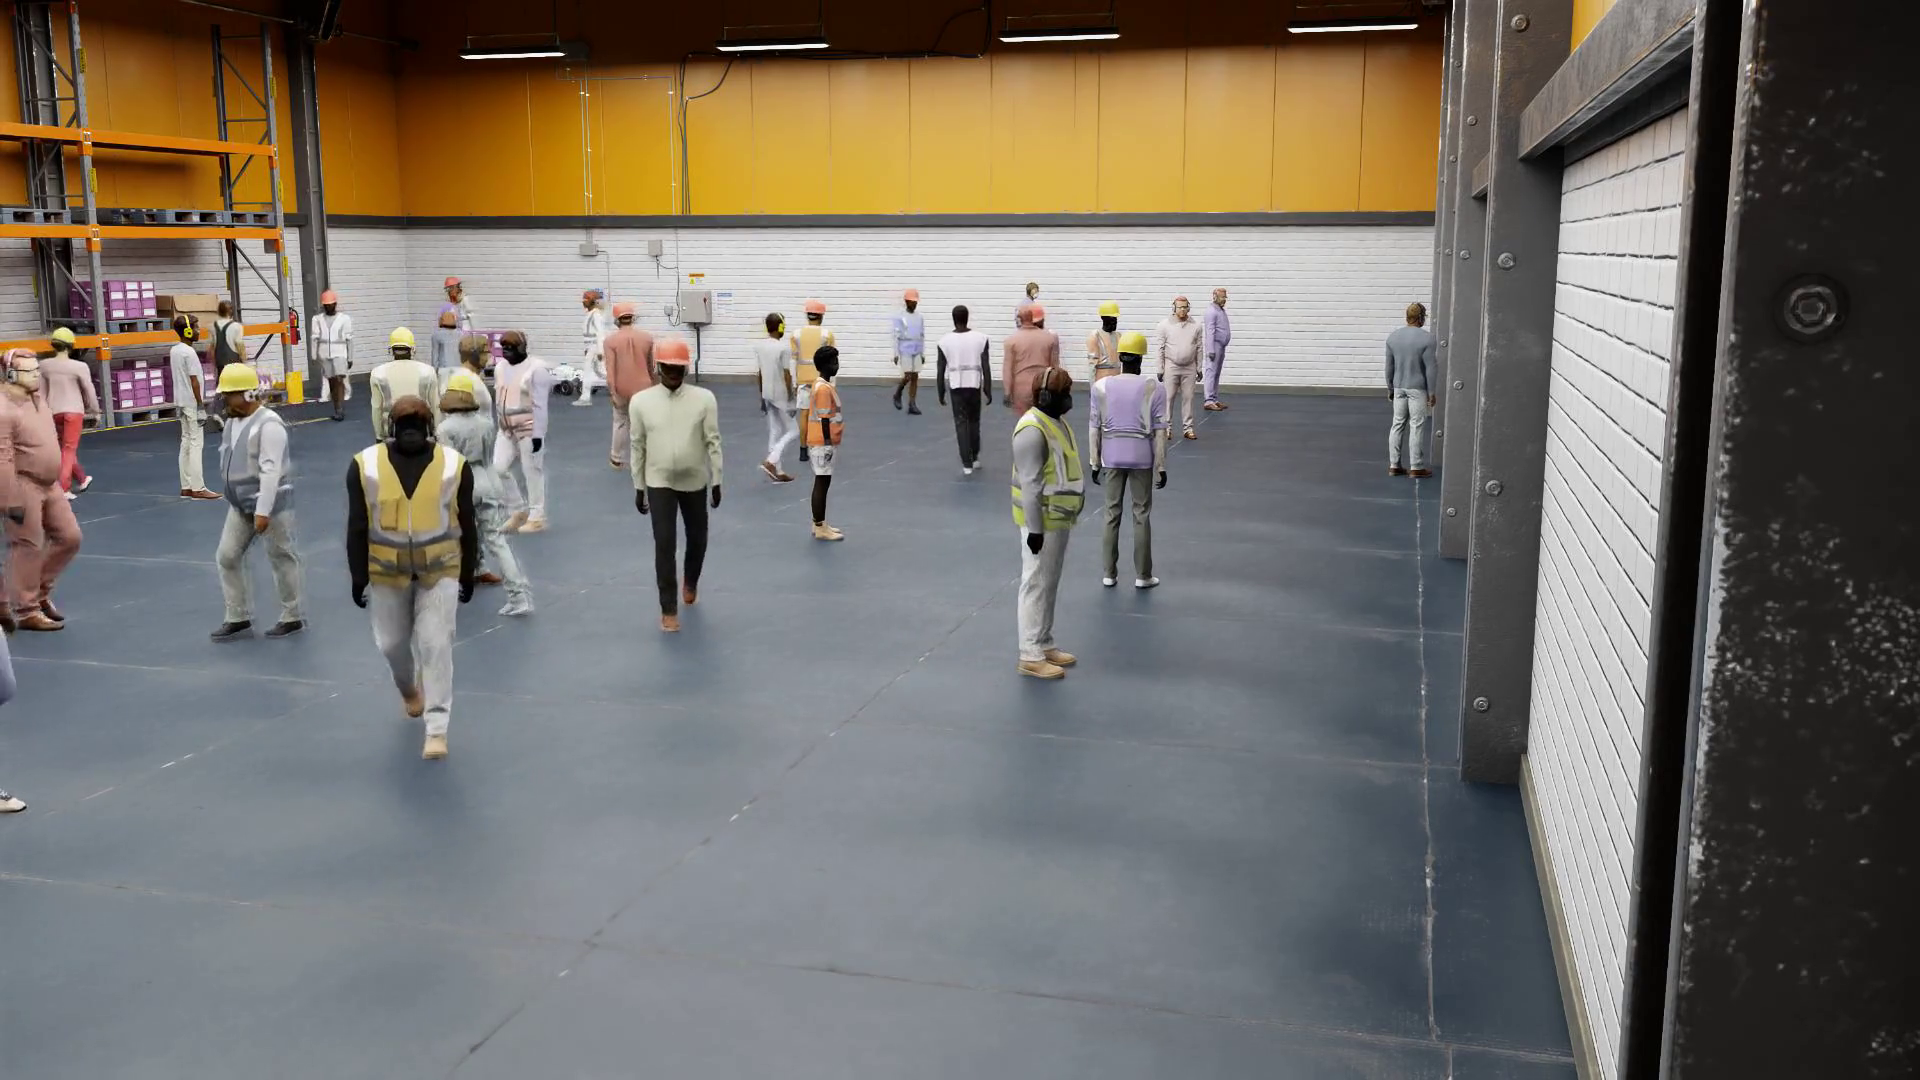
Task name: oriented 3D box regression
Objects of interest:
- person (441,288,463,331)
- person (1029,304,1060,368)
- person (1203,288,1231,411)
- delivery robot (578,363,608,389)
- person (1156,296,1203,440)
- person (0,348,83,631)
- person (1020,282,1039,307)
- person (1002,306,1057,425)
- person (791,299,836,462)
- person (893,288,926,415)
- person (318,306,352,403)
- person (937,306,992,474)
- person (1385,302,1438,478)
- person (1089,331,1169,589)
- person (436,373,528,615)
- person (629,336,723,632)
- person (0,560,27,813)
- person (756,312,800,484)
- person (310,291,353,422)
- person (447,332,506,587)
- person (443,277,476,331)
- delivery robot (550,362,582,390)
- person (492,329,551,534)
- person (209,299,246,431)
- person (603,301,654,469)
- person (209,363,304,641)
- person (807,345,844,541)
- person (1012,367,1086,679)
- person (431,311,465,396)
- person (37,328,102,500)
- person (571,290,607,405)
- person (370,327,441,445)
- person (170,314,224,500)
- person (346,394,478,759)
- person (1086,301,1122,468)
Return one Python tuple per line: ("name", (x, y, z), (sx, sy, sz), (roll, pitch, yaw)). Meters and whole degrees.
("person", (-8.919, -3.517, 29.288), (0.451, 1.827, 0.566), (-3, 10, -14))
("person", (0.913, -1.842, 19.599), (0.568, 1.884, 0.664), (-2, 10, -11))
("person", (4.034, -2.984, 26.041), (0.401, 1.904, 0.641), (5, 11, 25))
("delivery robot", (-6.147, -2.785, 28.461), (0.707, 0.478, 0.477), (0, 10, 1))
("person", (2.911, -2.269, 22.009), (0.648, 1.903, 0.399), (-2, 10, -9))
("person", (-6.138, -0.326, 11.021), (0.441, 1.887, 0.668), (0, 10, -1))
("person", (1.211, -3.512, 28.945), (0.370, 1.934, 0.627), (2, 10, 11))
("person", (0.811, -1.699, 18.843), (0.667, 1.883, 0.548), (-5, 11, -26))
("person", (-1.727, -1.891, 19.801), (0.544, 1.923, 0.435), (2, 10, 9))
("person", (-0.778, -2.872, 25.340), (0.563, 1.924, 0.493), (-8, 13, -38))
("person", (-10.305, -3.066, 27.369), (0.522, 1.599, 0.848), (1, 10, 4))
("person", (0.033, -1.717, 18.927), (0.611, 1.875, 0.915), (-1, 10, -8))
("person", (4.998, -1.654, 18.401), (0.359, 1.938, 0.635), (-9, 13, -41))
("person", (1.264, -0.593, 12.427), (0.594, 1.926, 0.366), (3, 11, 18))
("person", (-3.392, -0.308, 11.519), (0.895, 1.680, 0.484), (6, 12, 32))
("person", (-1.934, -0.416, 11.341), (0.626, 1.966, 0.910), (-3, 10, -14))
("person", (-4.546, 0.362, 7.495), (0.578, 1.750, 0.539), (1, 10, 8))
("person", (-1.964, -1.510, 17.811), (0.559, 1.856, 0.438), (9, 13, 41))
("person", (-9.182, -2.671, 24.271), (0.551, 1.894, 0.928), (-1, 10, -5))
("person", (-3.637, -0.579, 12.354), (0.498, 1.922, 0.647), (-4, 11, -21))
("person", (-9.189, -3.840, 30.641), (0.802, 1.985, 0.611), (-8, 13, -38))
("delivery robot", (-6.836, -2.833, 28.734), (0.707, 0.478, 0.477), (6, 11, 29))
("person", (-3.907, -0.954, 14.769), (0.656, 1.822, 0.474), (5, 11, 28))
("person", (-10.095, -2.396, 22.921), (0.519, 1.833, 0.663), (2, 10, 9))
("person", (-3.714, -1.716, 18.792), (0.609, 1.940, 1.058), (-5, 11, -25))
("person", (-4.582, -0.223, 10.683), (0.601, 1.803, 0.693), (7, 12, 33))
("person", (-1.170, -0.846, 14.506), (0.316, 1.698, 0.541), (-1, 10, -8))
("person", (0.531, -0.111, 9.941), (0.429, 1.841, 0.634), (3, 11, 18))
("person", (-7.375, -2.497, 24.082), (0.512, 1.614, 0.503), (-7, 12, -34))
("person", (-9.032, -1.290, 16.928), (0.552, 1.719, 0.885), (0, 10, 1))
("person", (-5.841, -3.099, 26.842), (0.873, 1.855, 0.584), (-3, 11, -19))
("person", (-4.960, -0.988, 14.933), (0.590, 1.833, 0.404), (-3, 11, -19))
("person", (-7.766, -1.341, 16.830), (0.516, 1.872, 0.327), (9, 13, 41))
("person", (-2.786, 0.153, 8.509), (0.632, 1.822, 0.775), (-3, 10, -14))
("person", (1.708, -1.808, 19.311), (0.366, 1.926, 0.593), (9, 13, 40))
